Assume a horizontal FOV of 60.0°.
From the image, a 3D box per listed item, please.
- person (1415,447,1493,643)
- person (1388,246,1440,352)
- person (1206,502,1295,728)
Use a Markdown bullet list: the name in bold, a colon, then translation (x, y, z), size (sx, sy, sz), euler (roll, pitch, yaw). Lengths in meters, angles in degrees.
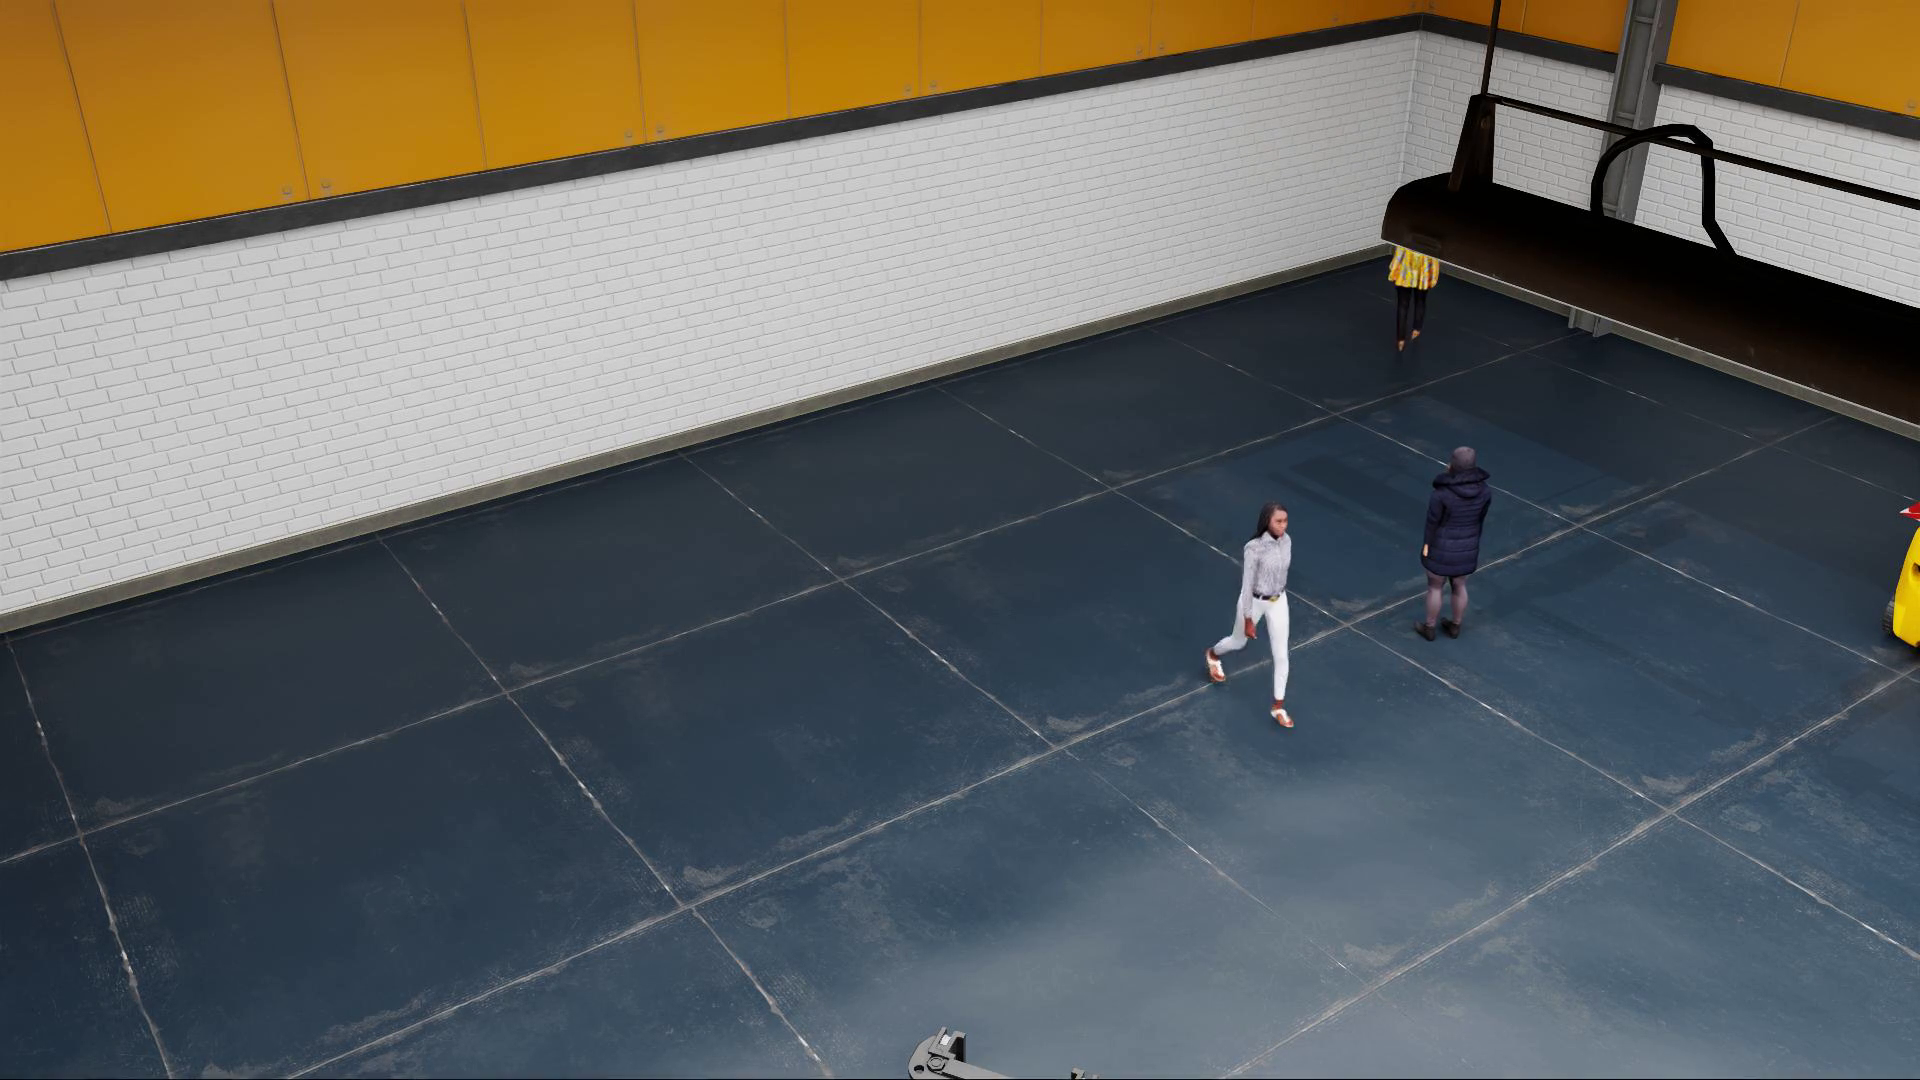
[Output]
- **person**: translation (3.868, 0.029, 13.047), size (0.762, 1.675, 0.772), euler (-6, 29, -11)
- **person**: translation (5.014, -2.877, 18.417), size (0.971, 1.637, 1.021), euler (7, 29, 12)
- **person**: translation (2.151, 0.477, 12.221), size (0.770, 1.681, 1.245), euler (-11, 30, -19)
